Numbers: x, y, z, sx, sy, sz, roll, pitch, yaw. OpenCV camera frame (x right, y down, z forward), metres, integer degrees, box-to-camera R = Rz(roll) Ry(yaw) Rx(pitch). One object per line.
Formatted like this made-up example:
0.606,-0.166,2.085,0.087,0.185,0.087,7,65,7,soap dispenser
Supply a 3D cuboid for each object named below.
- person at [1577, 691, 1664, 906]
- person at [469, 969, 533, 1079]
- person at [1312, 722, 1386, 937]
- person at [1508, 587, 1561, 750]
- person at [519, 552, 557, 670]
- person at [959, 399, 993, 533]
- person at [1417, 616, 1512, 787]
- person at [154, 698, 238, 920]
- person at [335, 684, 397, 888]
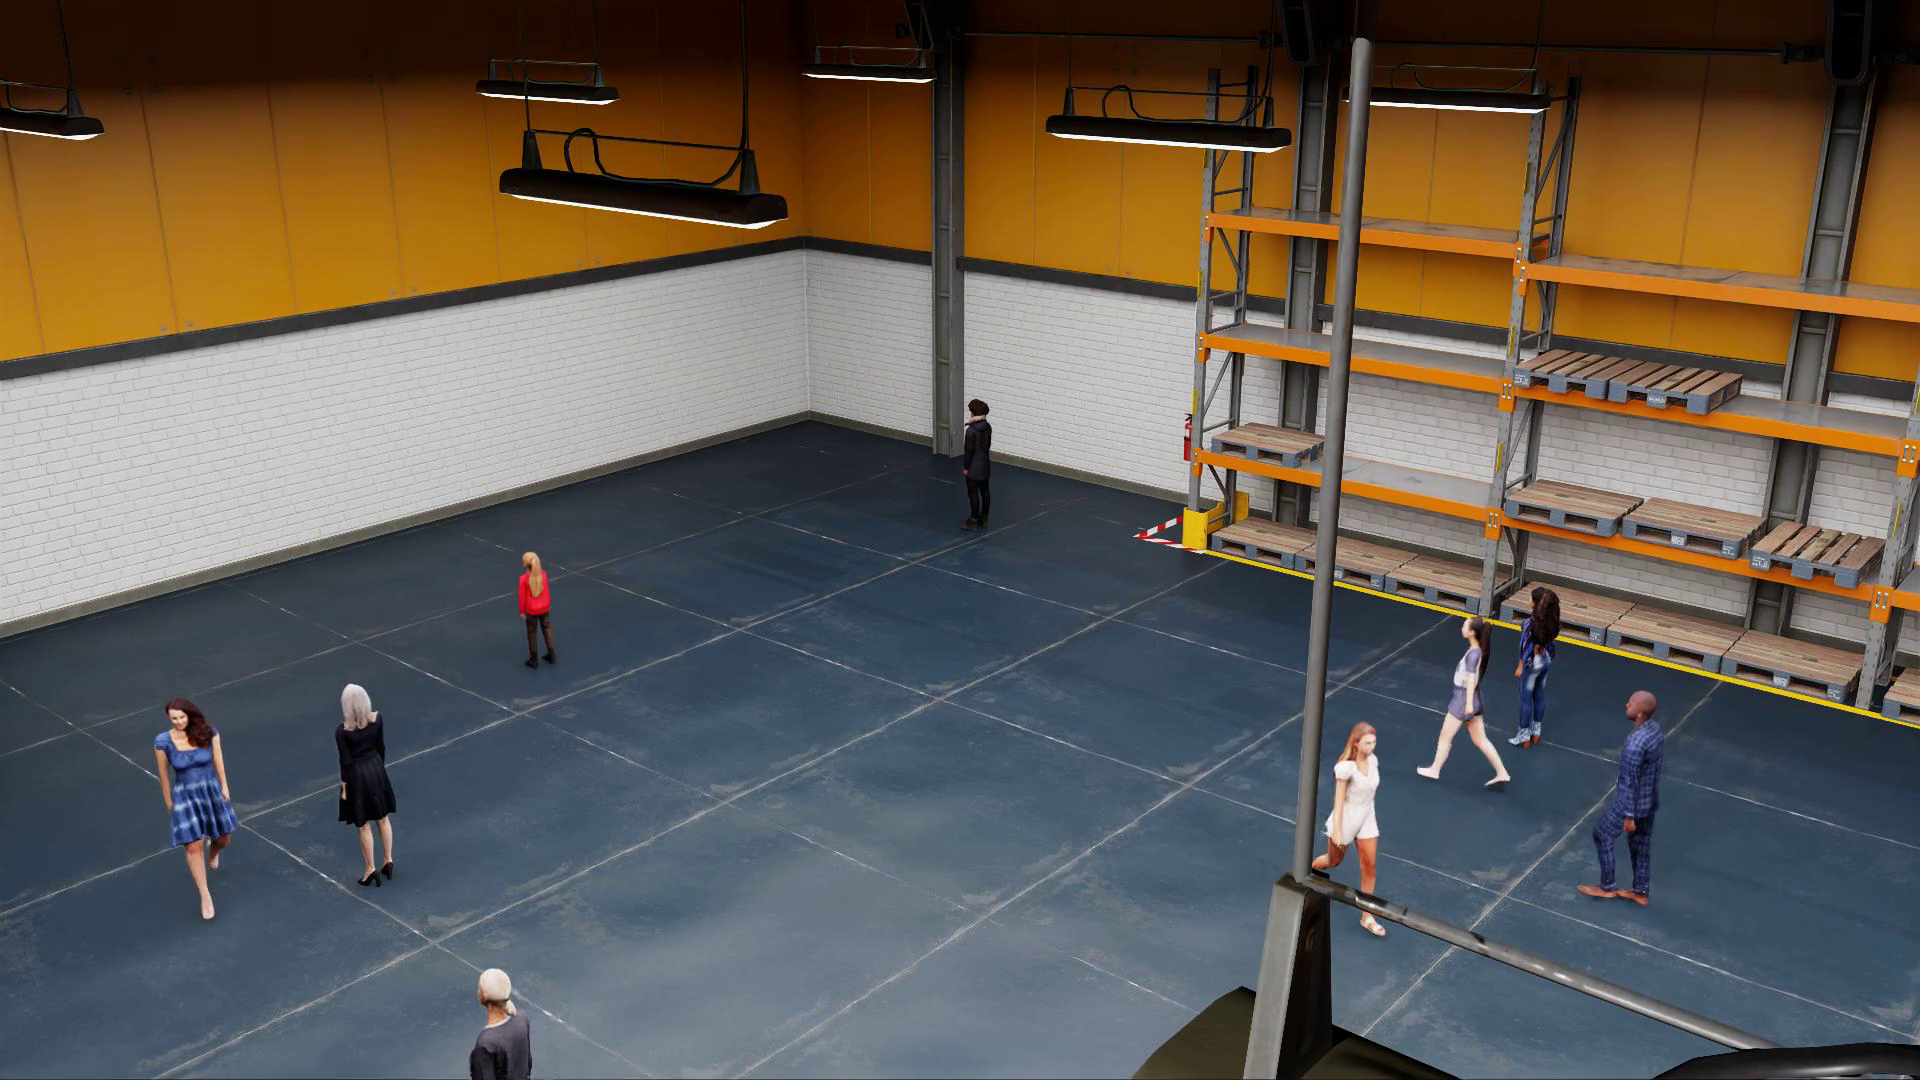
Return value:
5.372,2.047,13.011,0.727,1.802,0.657,16,24,40,person
-2.549,3.261,9.552,0.702,1.708,0.703,9,21,25,person
2.980,2.162,12.883,0.834,1.665,1.174,-10,21,-28,person
5.466,1.196,15.828,0.665,1.616,0.640,-12,22,-31,person
-4.517,0.735,17.727,0.526,1.279,0.533,-15,24,-38,person
0.238,-1.004,22.103,0.585,1.781,0.612,15,24,38,person
4.670,1.494,14.954,1.068,1.610,0.680,12,22,32,person
-5.963,2.051,13.025,0.842,1.786,1.027,-10,21,-28,person
-4.780,1.957,13.365,0.573,1.747,0.604,13,23,34,person
